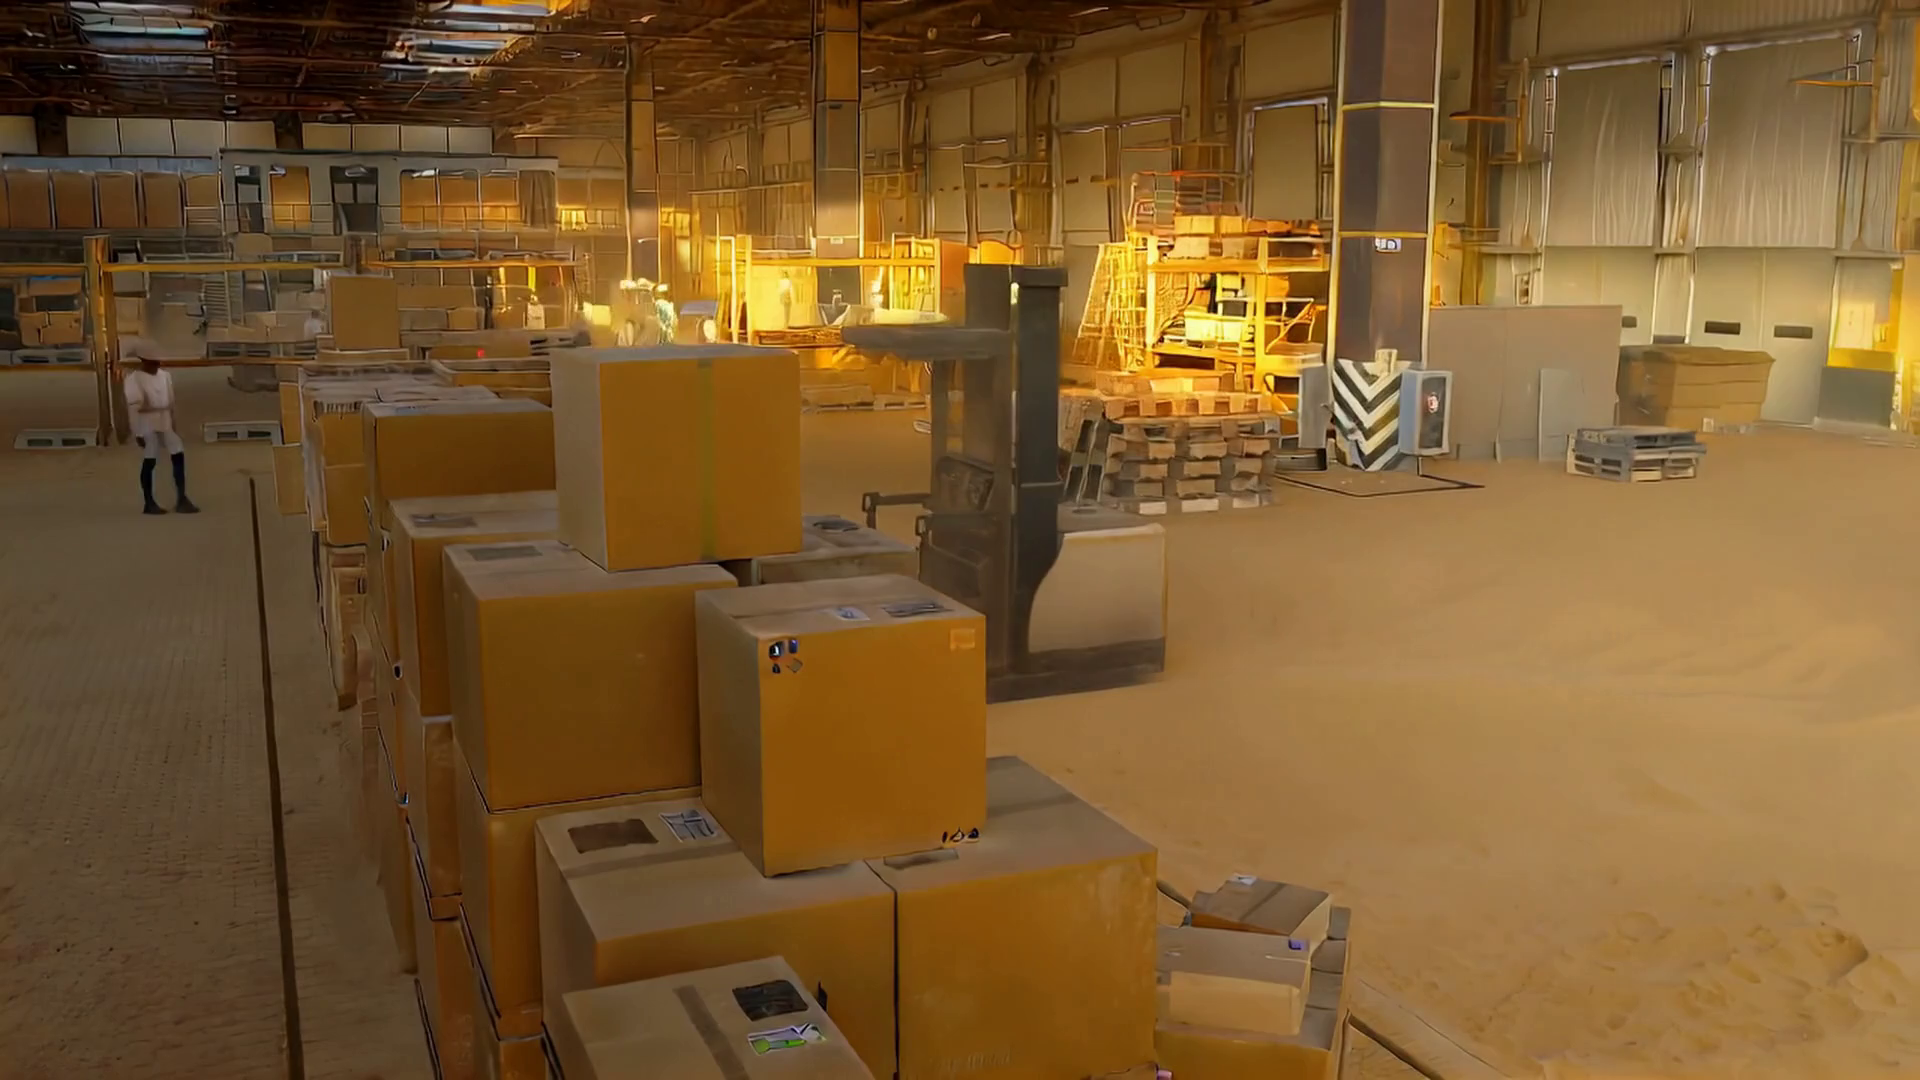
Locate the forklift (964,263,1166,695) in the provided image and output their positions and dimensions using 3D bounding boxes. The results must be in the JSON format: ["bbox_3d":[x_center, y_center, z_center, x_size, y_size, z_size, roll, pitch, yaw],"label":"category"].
[{"bbox_3d":[0.363,-0.447,11.149,1.873,2.768,1.129,-4,11,-23],"label":"forklift"}]

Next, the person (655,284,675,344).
[{"bbox_3d":[-7.019,-5.083,39.345,0.587,1.922,0.383,-7,13,-35],"label":"person"}]

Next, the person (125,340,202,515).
[{"bbox_3d":[-8.602,-1.190,17.935,0.835,1.901,0.558,5,12,27],"label":"person"}]

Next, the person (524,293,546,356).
[{"bbox_3d":[-10.126,-5.036,39.714,0.488,1.699,0.907,2,11,12],"label":"person"}]

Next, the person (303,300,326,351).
[{"bbox_3d":[-11.694,-3.400,30.138,0.913,1.897,0.584,0,10,2],"label":"person"}]

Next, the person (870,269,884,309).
[{"bbox_3d":[-2.818,-8.288,56.959,0.543,1.940,0.361,6,12,32],"label":"person"}]

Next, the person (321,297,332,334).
[{"bbox_3d":[-13.536,-4.366,35.860,0.536,1.747,0.536,-8,13,-39],"label":"person"}]

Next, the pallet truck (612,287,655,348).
[{"bbox_3d":[-6.464,-4.406,35.401,0.823,1.965,1.885,6,12,32],"label":"pallet truck"}]

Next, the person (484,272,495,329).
[{"bbox_3d":[-14.926,-7.540,52.883,0.379,1.931,0.625,0,10,0],"label":"person"}]

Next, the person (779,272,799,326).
[{"bbox_3d":[-5.711,-7.968,55.346,0.608,1.900,1.016,4,11,22],"label":"person"}]

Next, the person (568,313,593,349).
[{"bbox_3d":[-5.613,-2.452,24.940,1.006,1.899,0.634,0,10,-2],"label":"person"}]

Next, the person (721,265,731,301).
[{"bbox_3d":[-11.213,-12.476,80.048,0.618,1.951,1.015,-2,10,-10],"label":"person"}]

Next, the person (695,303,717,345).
[{"bbox_3d":[-4.720,-3.535,31.202,0.496,1.788,1.011,9,14,41],"label":"person"}]

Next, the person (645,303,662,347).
[{"bbox_3d":[-6.293,-4.020,34.144,0.380,1.687,0.532,-6,12,-28],"label":"person"}]

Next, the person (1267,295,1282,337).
[{"bbox_3d":[6.034,-3.826,32.506,0.576,1.929,0.559,5,11,24],"label":"person"}]

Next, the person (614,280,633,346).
[{"bbox_3d":[-8.367,-5.436,41.154,0.837,1.964,0.654,6,12,28],"label":"person"}]

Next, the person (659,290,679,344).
[{"bbox_3d":[-6.529,-4.680,37.350,0.429,1.843,0.622,-2,11,-13],"label":"person"}]
